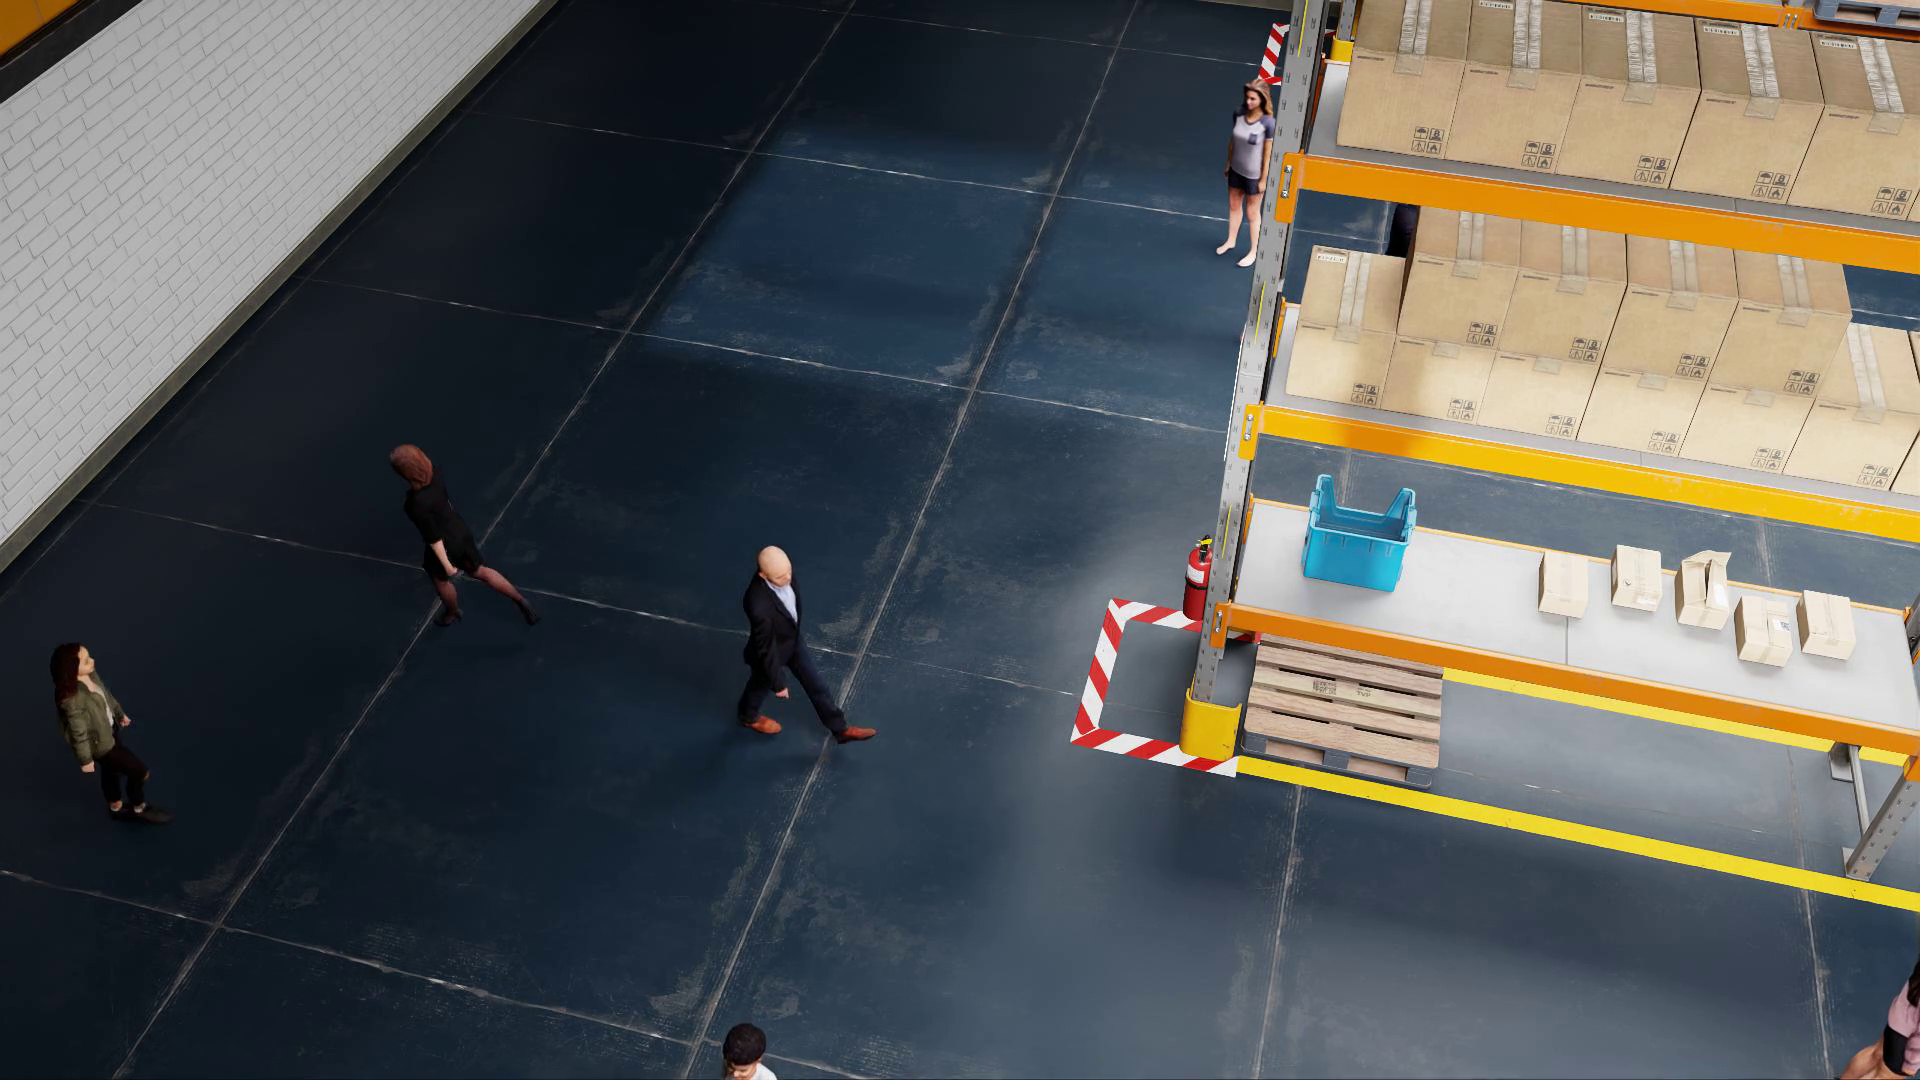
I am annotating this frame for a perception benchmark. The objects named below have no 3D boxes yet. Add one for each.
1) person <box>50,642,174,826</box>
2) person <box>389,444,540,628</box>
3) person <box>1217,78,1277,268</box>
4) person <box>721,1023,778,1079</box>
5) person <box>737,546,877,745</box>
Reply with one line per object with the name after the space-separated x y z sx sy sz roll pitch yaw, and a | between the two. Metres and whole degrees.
-5.140 1.185 9.790 0.746 1.460 0.711 -8 44 -9 | person
-3.258 0.045 10.835 1.052 1.669 0.714 6 44 6 | person
2.464 -3.137 14.134 0.739 1.726 0.644 -32 52 -29 | person
-1.024 2.774 8.272 0.468 1.253 0.590 21 47 20 | person
-1.205 0.647 10.144 1.179 1.750 0.770 12 45 13 | person
